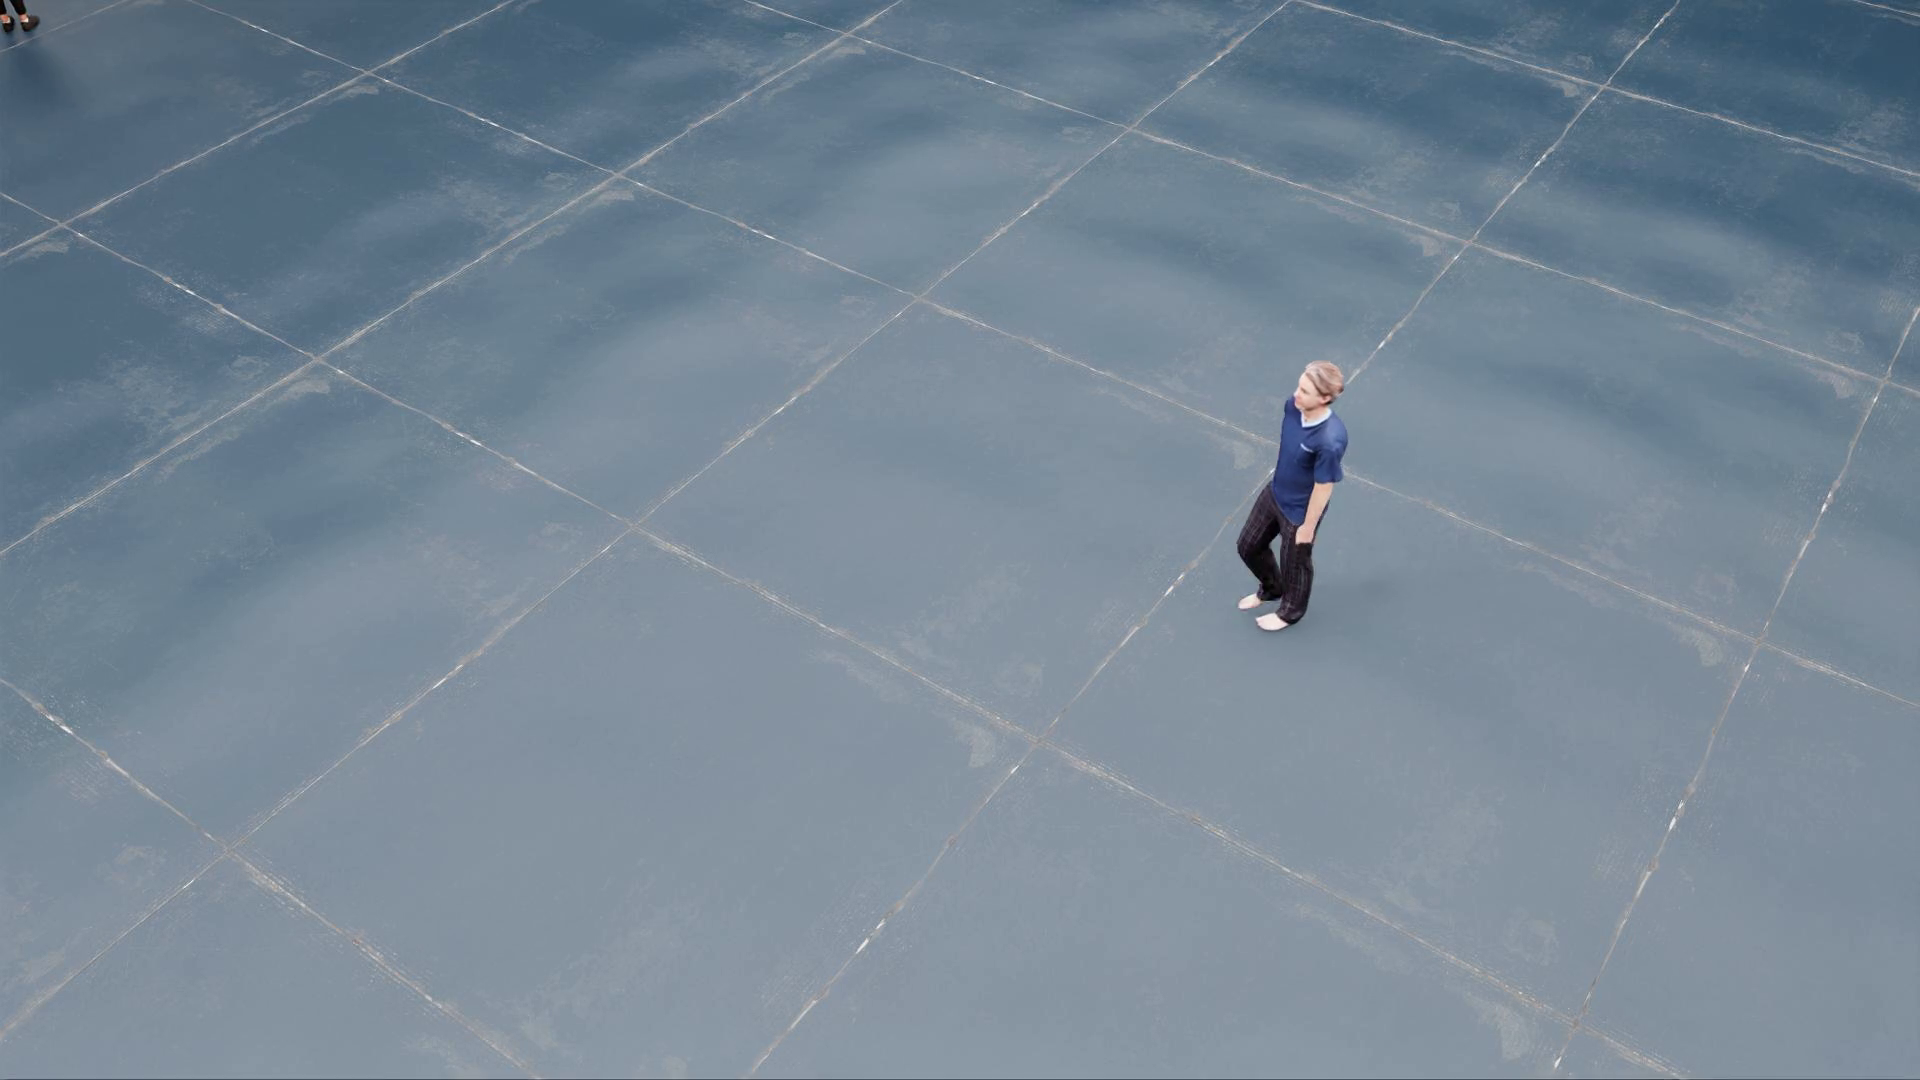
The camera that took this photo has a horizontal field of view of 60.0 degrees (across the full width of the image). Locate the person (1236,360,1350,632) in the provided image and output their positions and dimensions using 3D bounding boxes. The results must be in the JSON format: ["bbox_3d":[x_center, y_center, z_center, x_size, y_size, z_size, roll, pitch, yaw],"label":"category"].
[{"bbox_3d":[1.920,-0.234,9.102,0.859,1.864,0.768,-14,45,-15],"label":"person"}]
